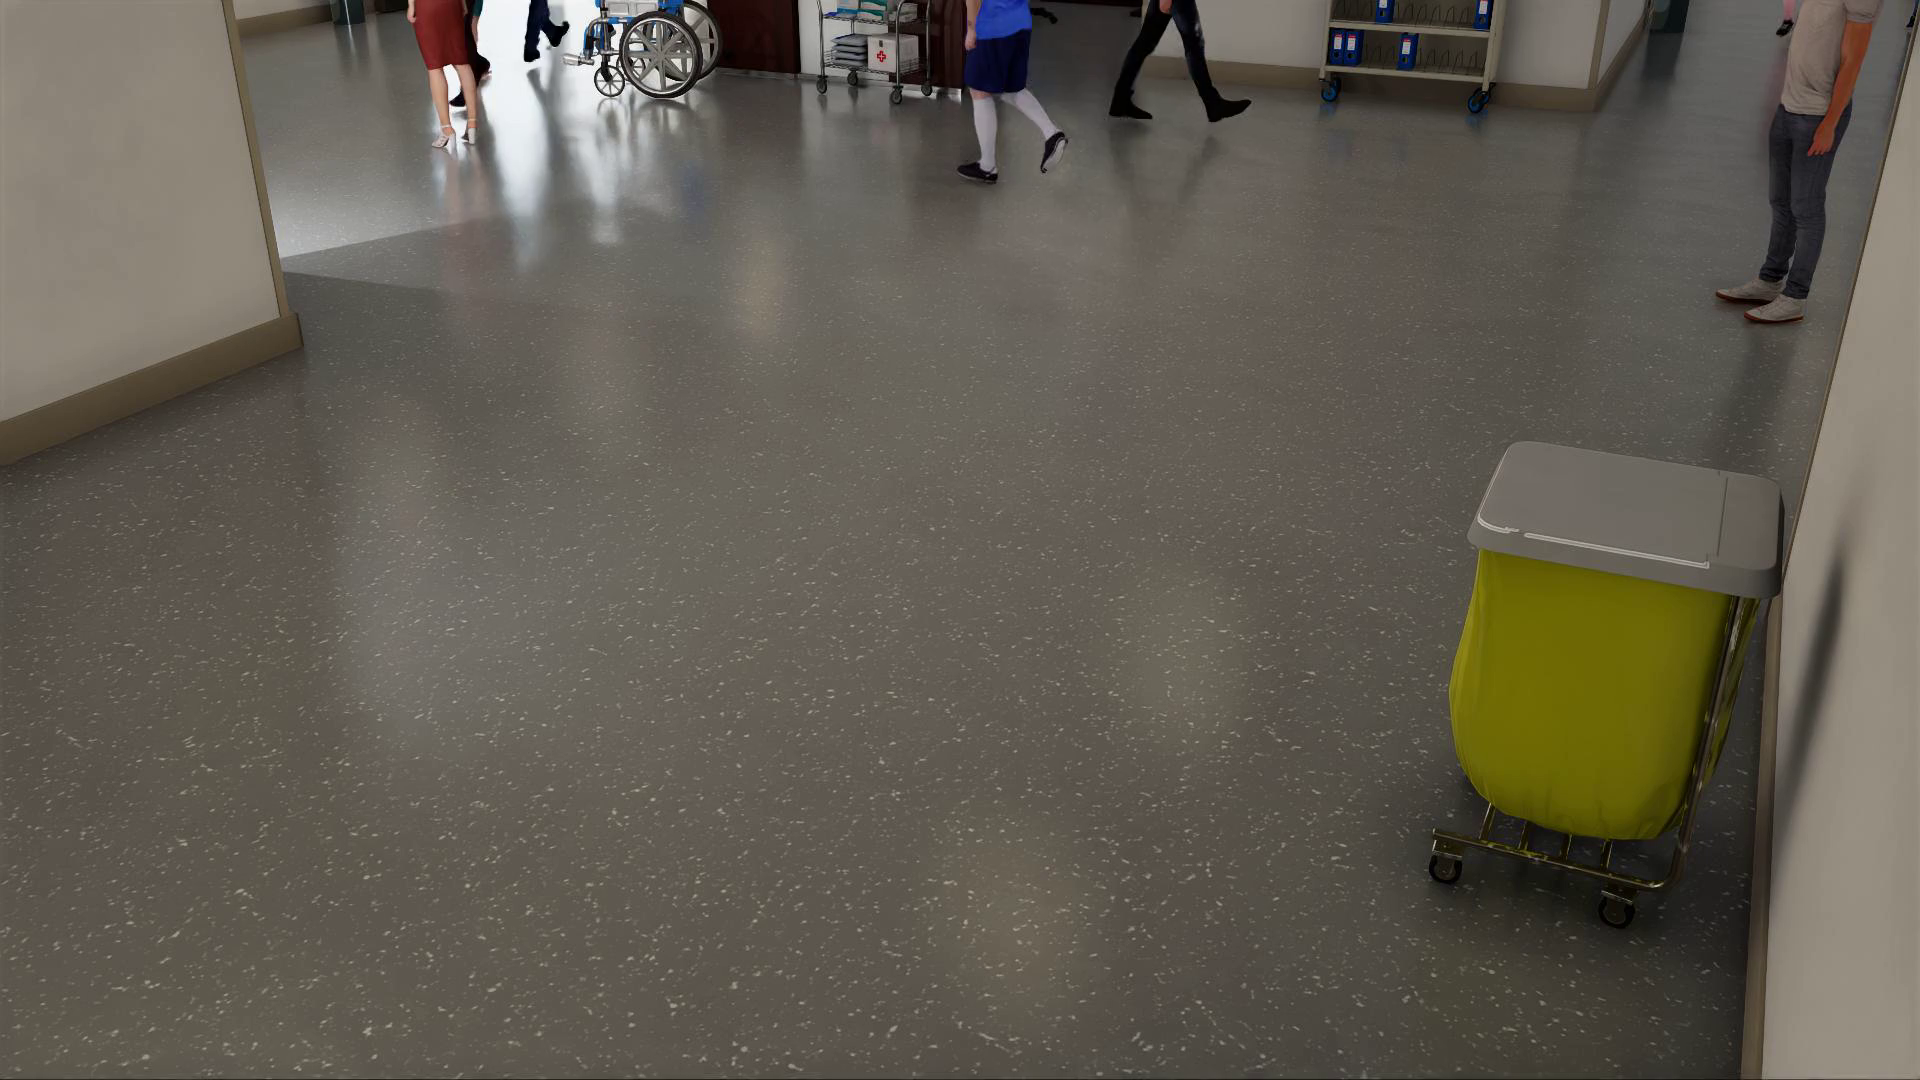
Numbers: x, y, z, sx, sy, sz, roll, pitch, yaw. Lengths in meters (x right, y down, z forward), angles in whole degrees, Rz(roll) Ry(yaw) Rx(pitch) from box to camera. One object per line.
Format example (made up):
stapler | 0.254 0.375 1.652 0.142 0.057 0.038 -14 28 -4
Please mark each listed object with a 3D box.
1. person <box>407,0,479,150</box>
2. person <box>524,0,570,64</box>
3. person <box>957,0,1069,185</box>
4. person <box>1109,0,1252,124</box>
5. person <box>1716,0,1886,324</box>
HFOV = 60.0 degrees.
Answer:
person | -3.407 -3.457 10.845 0.619 1.750 0.655 22 34 38
person | -3.511 -4.852 13.644 1.118 1.832 0.913 5 26 10
person | 0.294 -2.990 9.792 1.037 1.824 0.819 20 32 36
person | 1.349 -3.764 11.358 1.311 1.858 1.052 0 26 -1
person | 3.876 -1.948 7.545 0.715 1.899 0.733 0 26 0
